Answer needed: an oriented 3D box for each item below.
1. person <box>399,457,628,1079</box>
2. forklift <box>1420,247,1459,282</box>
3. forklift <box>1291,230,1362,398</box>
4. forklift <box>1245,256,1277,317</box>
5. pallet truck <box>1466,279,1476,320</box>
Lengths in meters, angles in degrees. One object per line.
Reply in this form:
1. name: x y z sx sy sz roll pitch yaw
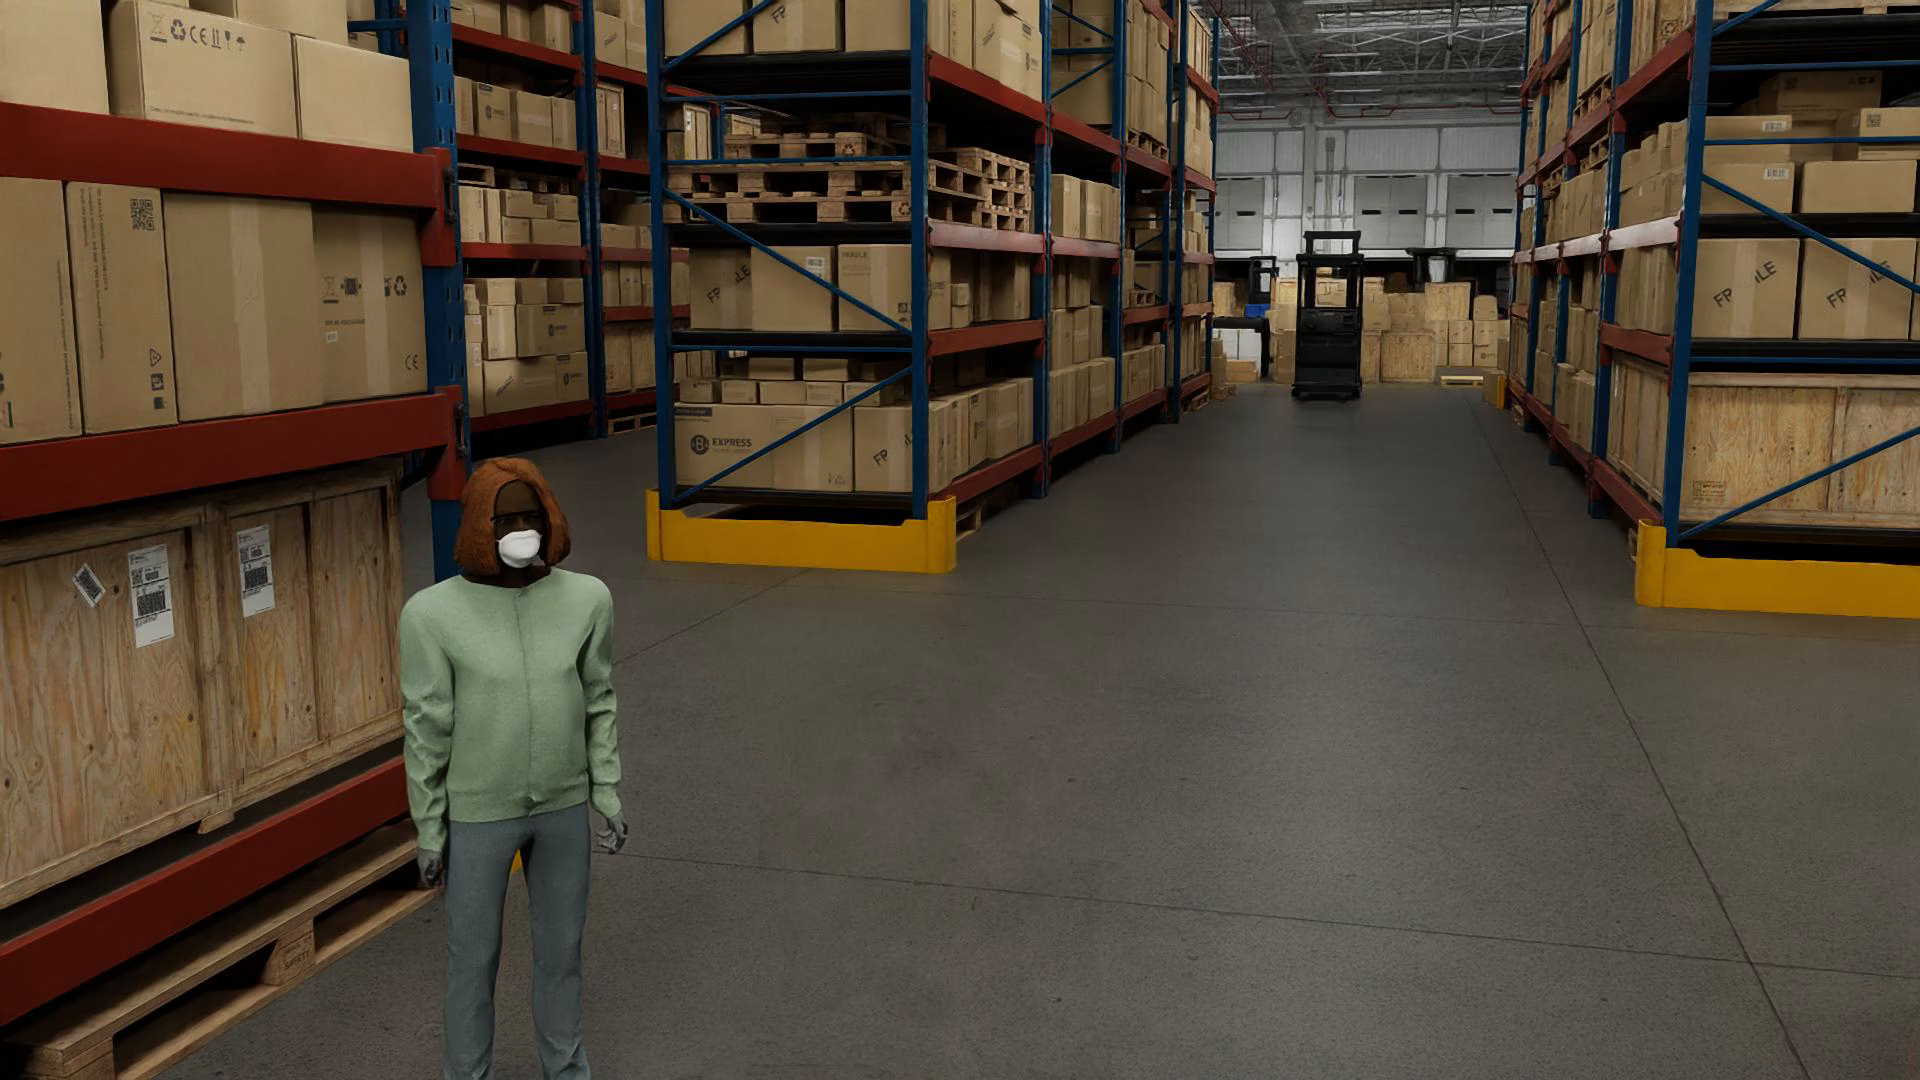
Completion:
1. person: -0.994 0.624 3.758 0.503 1.633 0.280 -7 11 -37
2. forklift: 12.539 -6.285 43.706 1.129 2.768 1.873 6 11 34
3. forklift: 6.329 -3.879 28.417 1.129 2.768 1.873 2 9 15
4. forklift: 10.975 -8.911 60.386 1.129 2.768 1.873 2 9 15
5. pallet truck: 18.896 -8.459 60.307 1.885 1.965 0.823 5 10 31
